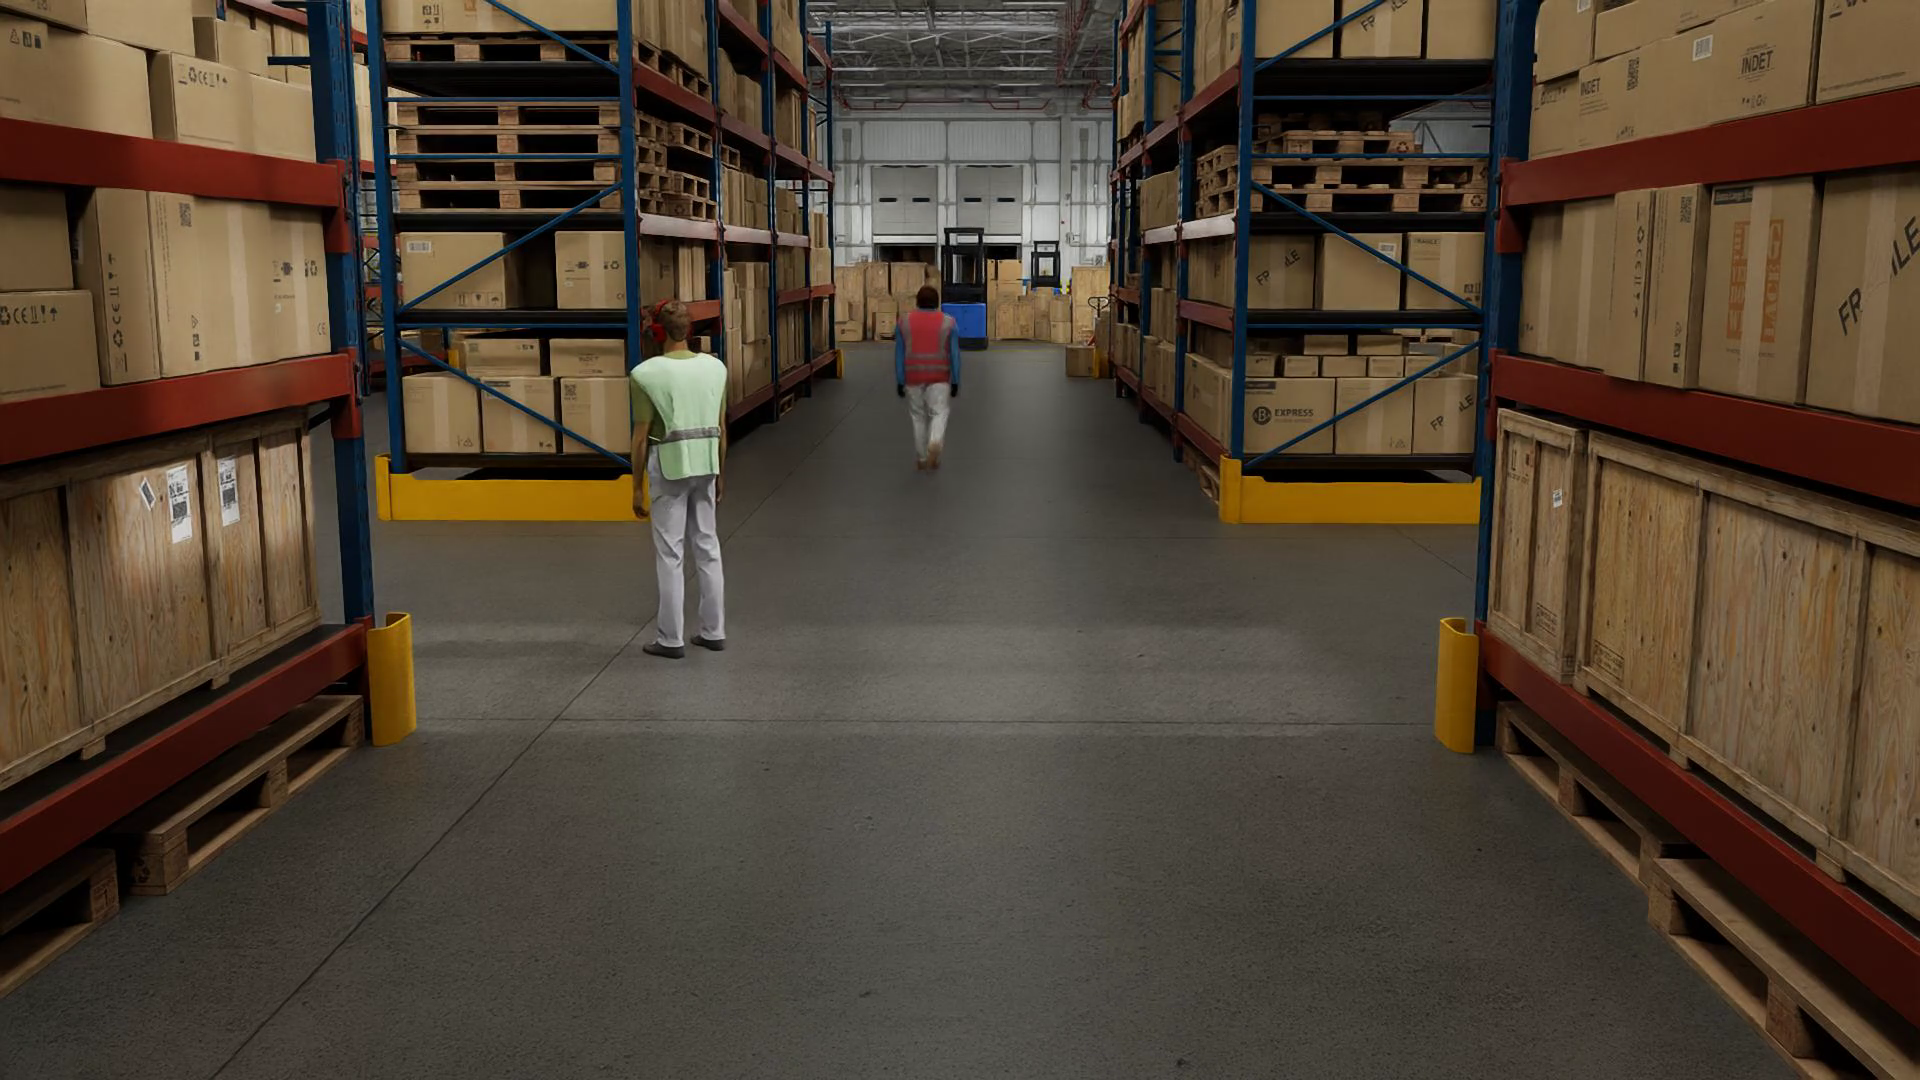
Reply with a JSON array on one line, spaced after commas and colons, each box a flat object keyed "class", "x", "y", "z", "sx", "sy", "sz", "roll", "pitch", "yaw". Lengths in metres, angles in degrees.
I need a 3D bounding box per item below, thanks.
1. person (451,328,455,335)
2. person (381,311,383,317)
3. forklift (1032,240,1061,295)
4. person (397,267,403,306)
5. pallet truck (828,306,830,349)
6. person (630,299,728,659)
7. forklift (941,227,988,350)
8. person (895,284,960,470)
[{"class": "person", "x": -14.103, "y": -6.519, "z": 45.601, "sx": 0.636, "sy": 1.890, "sz": 1.040, "roll": -1, "pitch": 10, "yaw": -7}, {"class": "person", "x": -20.756, "y": -8.913, "z": 60.613, "sx": 0.882, "sy": 1.652, "sz": 0.547, "roll": -5, "pitch": 11, "yaw": -28}, {"class": "forklift", "x": 3.172, "y": -9.648, "z": 61.356, "sx": 1.129, "sy": 2.768, "sz": 1.873, "roll": 0, "pitch": 9, "yaw": 1}, {"class": "person", "x": -19.633, "y": -8.688, "z": 58.587, "sx": 0.651, "sy": 1.884, "sz": 1.012, "roll": 1, "pitch": 10, "yaw": 7}, {"class": "pallet truck", "x": -3.100, "y": -3.940, "z": 29.800, "sx": 1.885, "sy": 1.965, "sz": 0.823, "roll": 3, "pitch": 10, "yaw": 19}, {"class": "person", "x": -1.417, "y": -0.306, "z": 8.527, "sx": 0.559, "sy": 1.836, "sz": 0.392, "roll": -9, "pitch": 13, "yaw": -42}, {"class": "forklift", "x": 0.091, "y": -5.837, "z": 38.528, "sx": 1.129, "sy": 2.768, "sz": 1.873, "roll": 0, "pitch": 9, "yaw": 1}, {"class": "person", "x": -0.317, "y": -1.550, "z": 16.019, "sx": 0.631, "sy": 1.827, "sz": 0.632, "roll": 1, "pitch": 10, "yaw": 5}]
